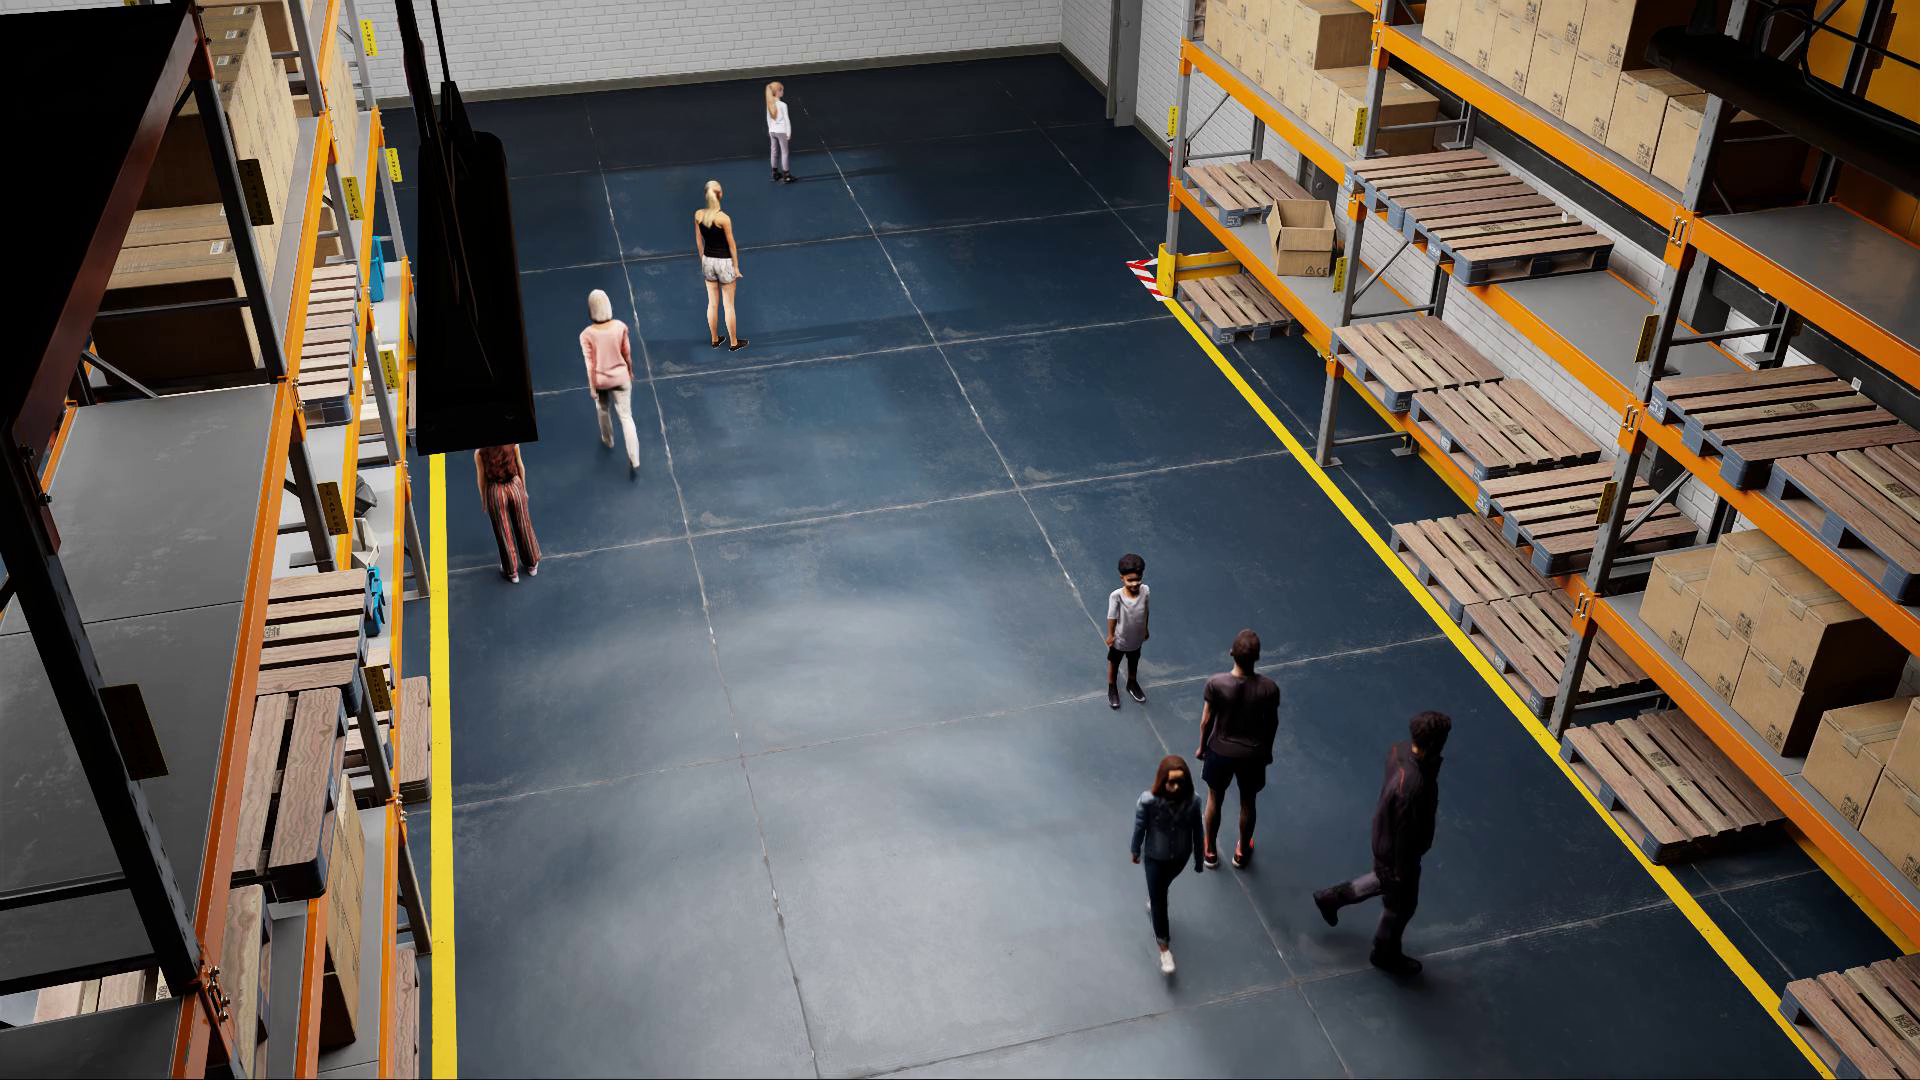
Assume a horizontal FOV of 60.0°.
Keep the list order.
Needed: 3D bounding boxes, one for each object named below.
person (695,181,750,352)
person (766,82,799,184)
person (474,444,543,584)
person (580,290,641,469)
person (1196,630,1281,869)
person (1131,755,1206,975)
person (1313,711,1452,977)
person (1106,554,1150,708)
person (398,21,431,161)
[{"bbox_3d":[-2.473,-2.817,17.017,0.684,1.844,0.724,14,36,20],"label":"person"},{"bbox_3d":[-2.298,-5.166,21.062,0.572,1.278,0.638,21,39,28],"label":"person"},{"bbox_3d":[-3.714,-0.368,13.589,0.614,1.560,0.592,-17,37,-23],"label":"person"},{"bbox_3d":[-3.130,-1.416,15.051,0.769,1.687,1.170,-15,36,-21],"label":"person"},{"bbox_3d":[1.779,1.361,10.724,0.720,1.853,0.680,4,34,5],"label":"person"},{"bbox_3d":[1.266,1.884,10.303,0.637,1.449,0.948,-6,34,-9],"label":"person"},{"bbox_3d":[2.552,1.802,9.997,1.022,1.922,1.028,8,34,12],"label":"person"},{"bbox_3d":[1.247,0.648,12.331,0.492,1.261,0.493,-10,35,-14],"label":"person"},{"bbox_3d":[-7.036,-5.896,21.636,0.711,1.859,0.495,-7,34,-10],"label":"person"}]
